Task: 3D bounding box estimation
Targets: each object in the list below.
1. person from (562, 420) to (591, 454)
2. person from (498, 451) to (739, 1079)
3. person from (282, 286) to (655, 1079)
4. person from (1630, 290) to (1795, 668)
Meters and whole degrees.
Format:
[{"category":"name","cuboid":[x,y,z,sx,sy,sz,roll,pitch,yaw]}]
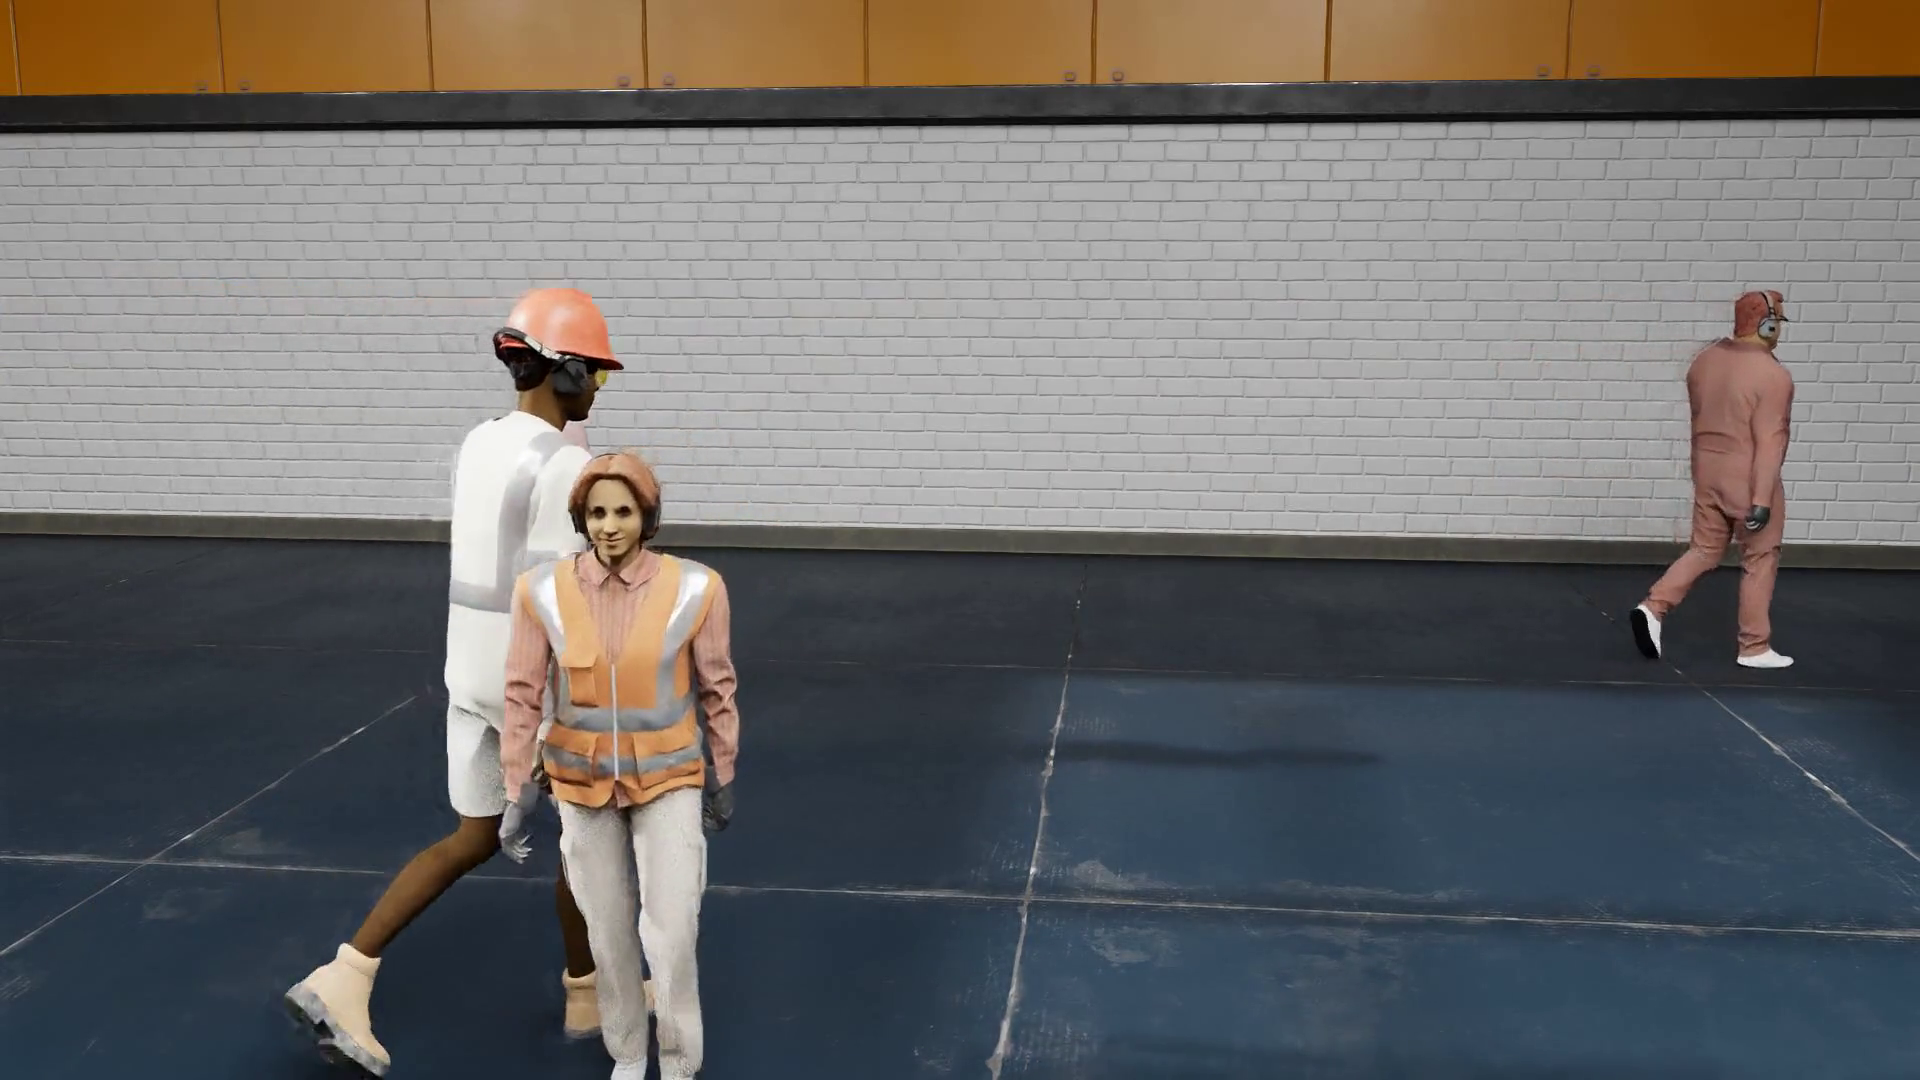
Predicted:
[{"category":"person","cuboid":[-1.702,-0.008,7.060,0.527,1.732,0.784,10,14,44]},{"category":"person","cuboid":[-0.787,0.604,3.874,0.526,1.620,0.527,0,10,0]},{"category":"person","cuboid":[-1.208,0.372,4.149,0.913,1.995,0.642,-9,13,-42]},{"category":"person","cuboid":[3.756,-0.280,8.168,0.774,1.890,0.639,-3,10,-17]}]
